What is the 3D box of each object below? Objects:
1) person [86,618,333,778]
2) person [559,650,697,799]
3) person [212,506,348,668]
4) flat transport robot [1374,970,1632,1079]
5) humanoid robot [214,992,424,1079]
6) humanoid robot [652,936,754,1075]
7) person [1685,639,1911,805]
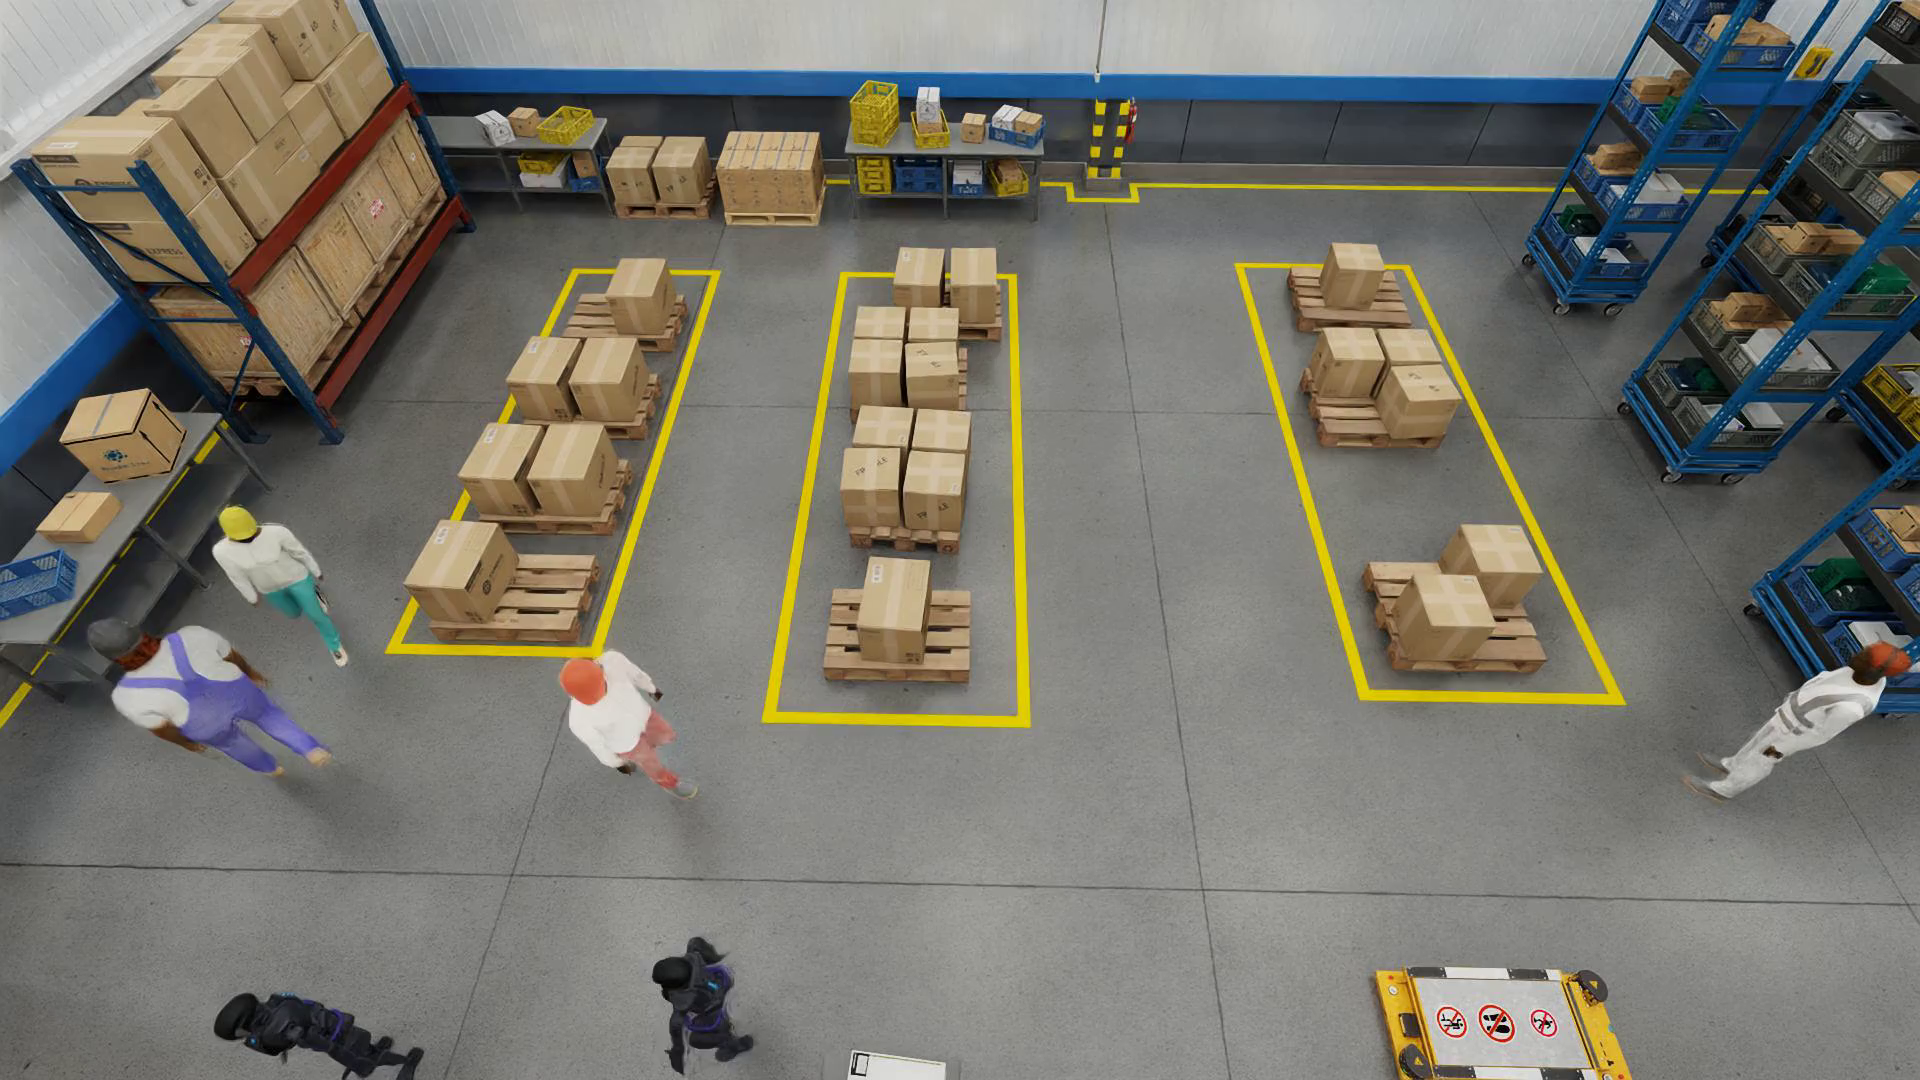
[{"bbox_3d":[-5.229,1.155,6.402,0.677,2.000,0.691,23,54,17],"label":"person"},{"bbox_3d":[-2.315,1.286,6.366,0.518,1.960,0.696,11,52,8],"label":"person"},{"bbox_3d":[-5.398,0.287,7.309,0.550,1.727,0.687,-21,54,-17],"label":"person"},{"bbox_3d":[3.501,3.133,5.914,1.431,0.197,0.652,1,51,1],"label":"flat transport robot"},{"bbox_3d":[-3.650,2.862,5.241,0.582,1.651,0.320,13,52,10],"label":"humanoid robot"},{"bbox_3d":[-1.529,2.729,5.356,0.418,1.649,0.655,1,51,0],"label":"humanoid robot"},{"bbox_3d":[5.830,1.288,6.393,0.338,1.883,0.582,37,60,26],"label":"person"}]
